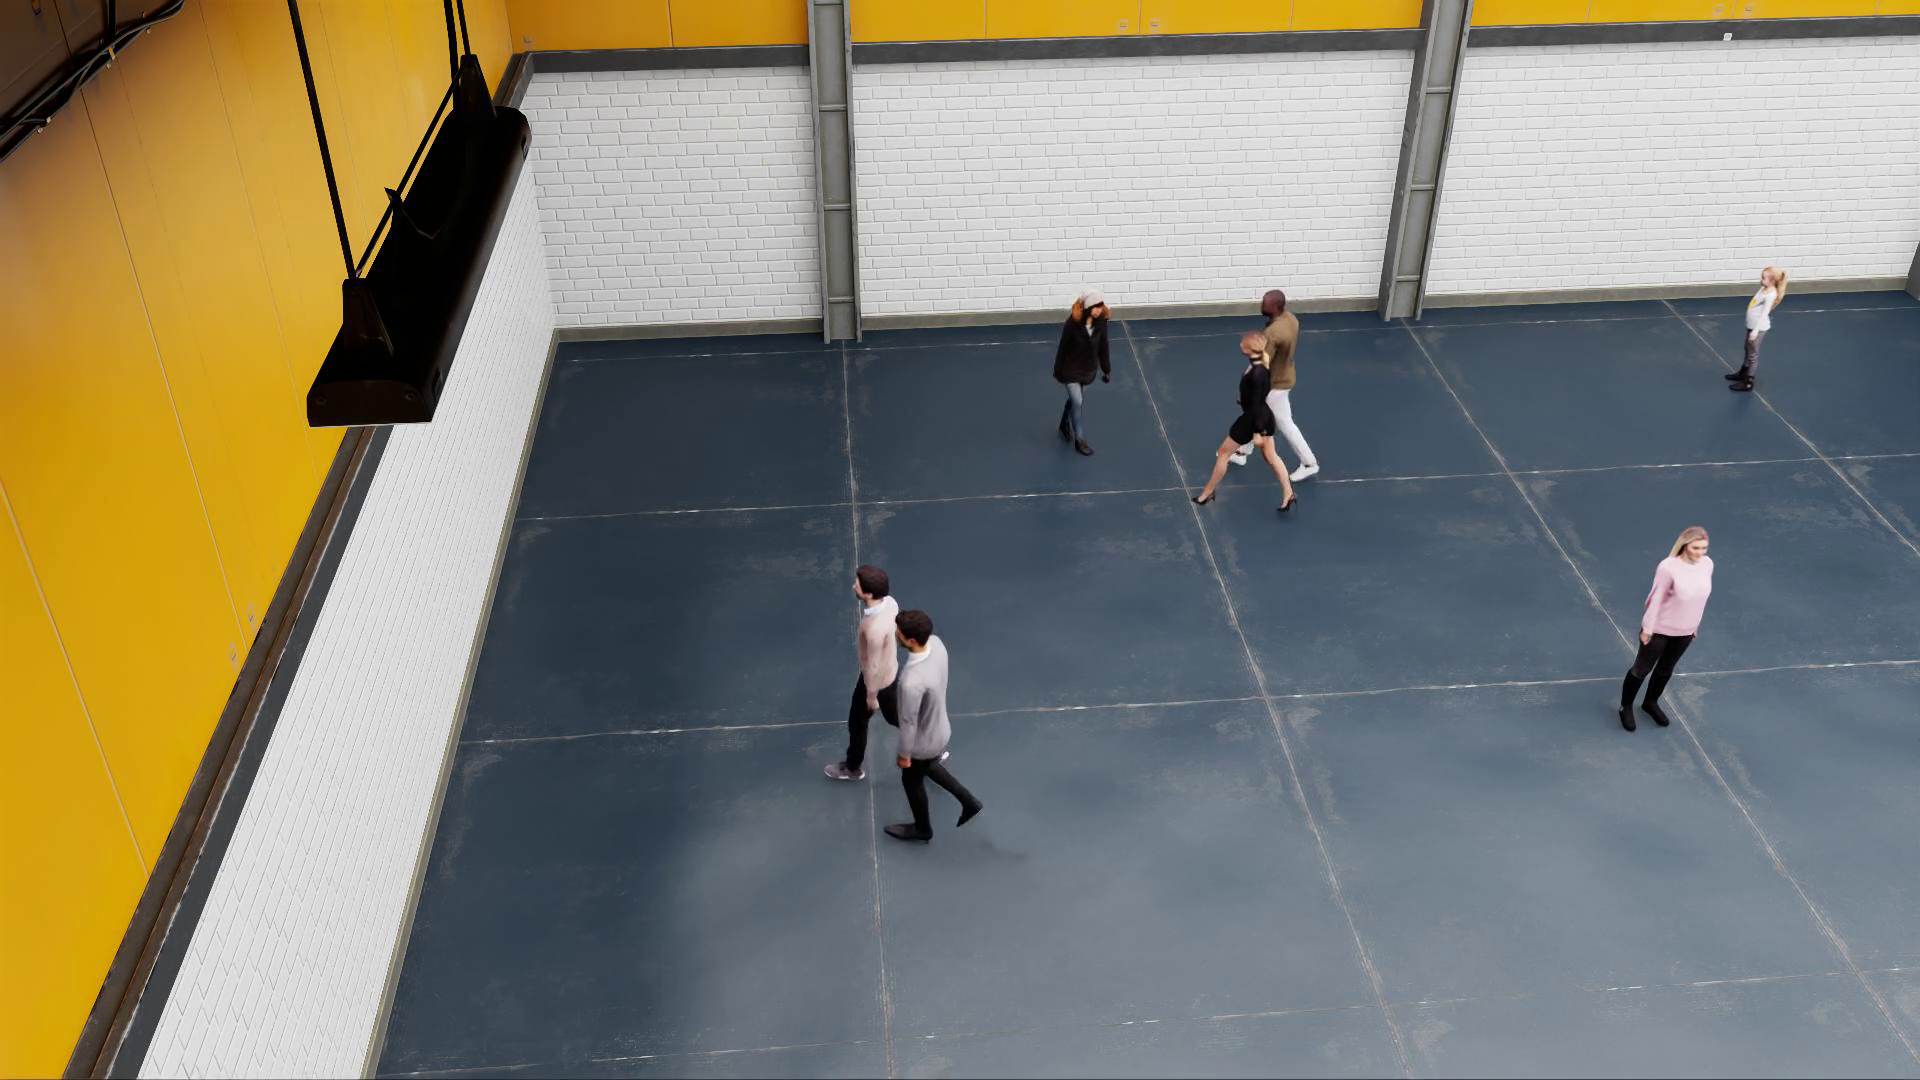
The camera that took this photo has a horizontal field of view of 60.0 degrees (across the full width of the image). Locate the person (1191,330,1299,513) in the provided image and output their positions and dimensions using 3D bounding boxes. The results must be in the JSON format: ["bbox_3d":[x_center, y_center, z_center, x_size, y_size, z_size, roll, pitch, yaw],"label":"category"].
[{"bbox_3d":[2.583,-0.943,14.177,1.224,1.707,0.921,11,35,16],"label":"person"}]

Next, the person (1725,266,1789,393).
[{"bbox_3d":[7.823,-2.087,16.285,0.582,1.277,0.556,8,34,11],"label":"person"}]

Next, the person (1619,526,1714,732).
[{"bbox_3d":[5.055,0.607,11.863,0.512,1.687,0.685,-7,34,-10],"label":"person"}]

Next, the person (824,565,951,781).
[{"bbox_3d":[-0.488,0.945,11.267,1.187,1.783,0.850,6,34,10],"label":"person"}]

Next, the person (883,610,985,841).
[{"bbox_3d":[-0.148,1.252,10.699,1.024,1.901,0.919,9,35,14],"label":"person"}]

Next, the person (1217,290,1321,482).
[{"bbox_3d":[2.875,-1.342,14.701,1.306,1.791,1.072,11,35,17],"label":"person"}]

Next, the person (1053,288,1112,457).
[{"bbox_3d":[1.045,-1.607,15.270,0.918,1.602,0.897,-15,36,-21],"label":"person"}]
